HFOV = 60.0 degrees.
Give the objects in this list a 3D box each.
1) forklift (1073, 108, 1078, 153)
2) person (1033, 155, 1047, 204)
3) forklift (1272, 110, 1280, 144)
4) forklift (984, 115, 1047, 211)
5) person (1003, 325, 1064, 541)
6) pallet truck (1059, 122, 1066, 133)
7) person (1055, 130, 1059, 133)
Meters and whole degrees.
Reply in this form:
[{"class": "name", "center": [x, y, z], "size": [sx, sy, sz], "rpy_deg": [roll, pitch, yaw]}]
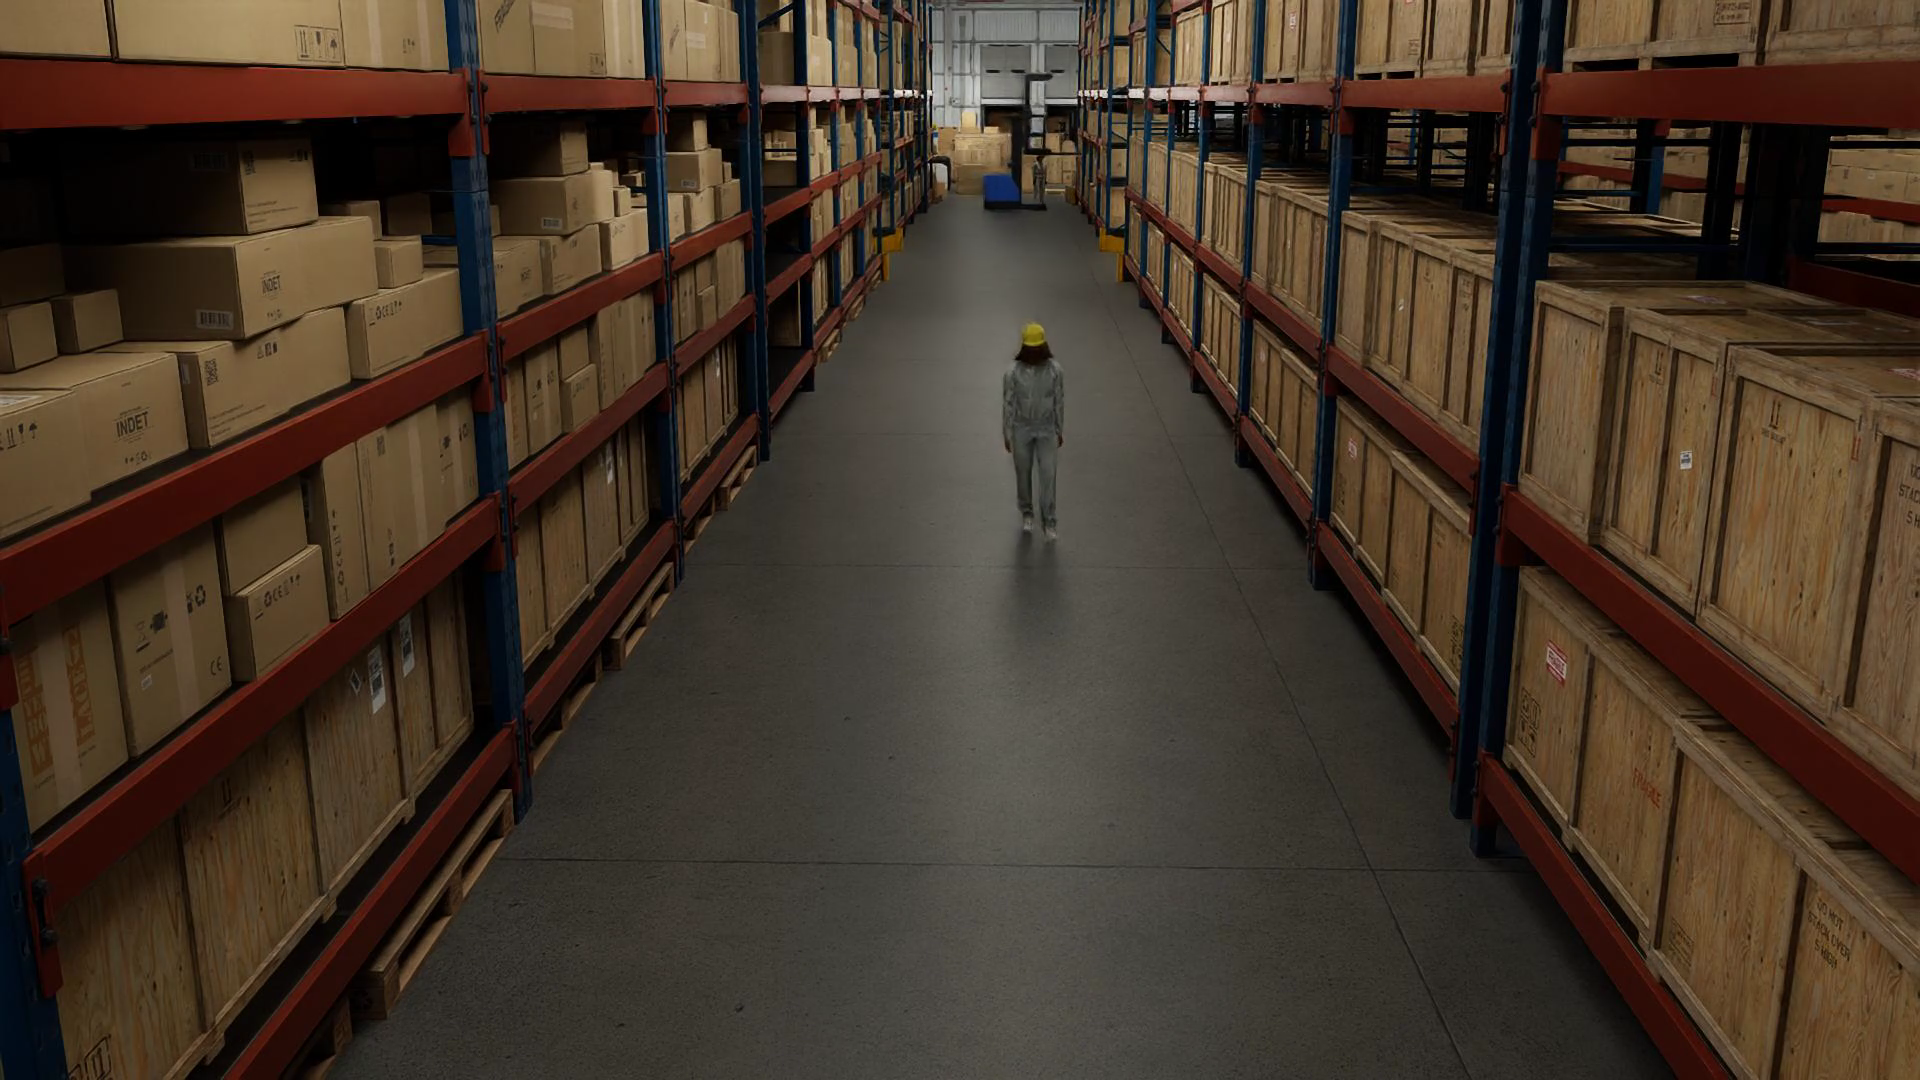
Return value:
[{"class": "forklift", "center": [5.667, -18.432, 76.369], "size": [1.129, 2.768, 1.873], "rpy_deg": [-7, 17, -24]}, {"class": "person", "center": [2.474, -11.147, 51.618], "size": [0.522, 1.639, 0.306], "rpy_deg": [-9, 17, -29]}, {"class": "forklift", "center": [12.362, -15.494, 65.441], "size": [1.873, 2.768, 1.129], "rpy_deg": [-5, 16, -19]}, {"class": "forklift", "center": [1.681, -11.345, 50.002], "size": [1.873, 2.768, 1.129], "rpy_deg": [0, 15, 2]}, {"class": "person", "center": [0.590, -0.833, 13.116], "size": [0.501, 1.696, 0.892], "rpy_deg": [-1, 15, -5]}, {"class": "pallet truck", "center": [5.788, -21.111, 88.014], "size": [1.885, 1.965, 0.823], "rpy_deg": [5, 16, 18]}, {"class": "person", "center": [4.975, -20.411, 86.084], "size": [0.315, 1.641, 0.514], "rpy_deg": [5, 16, 18]}]
